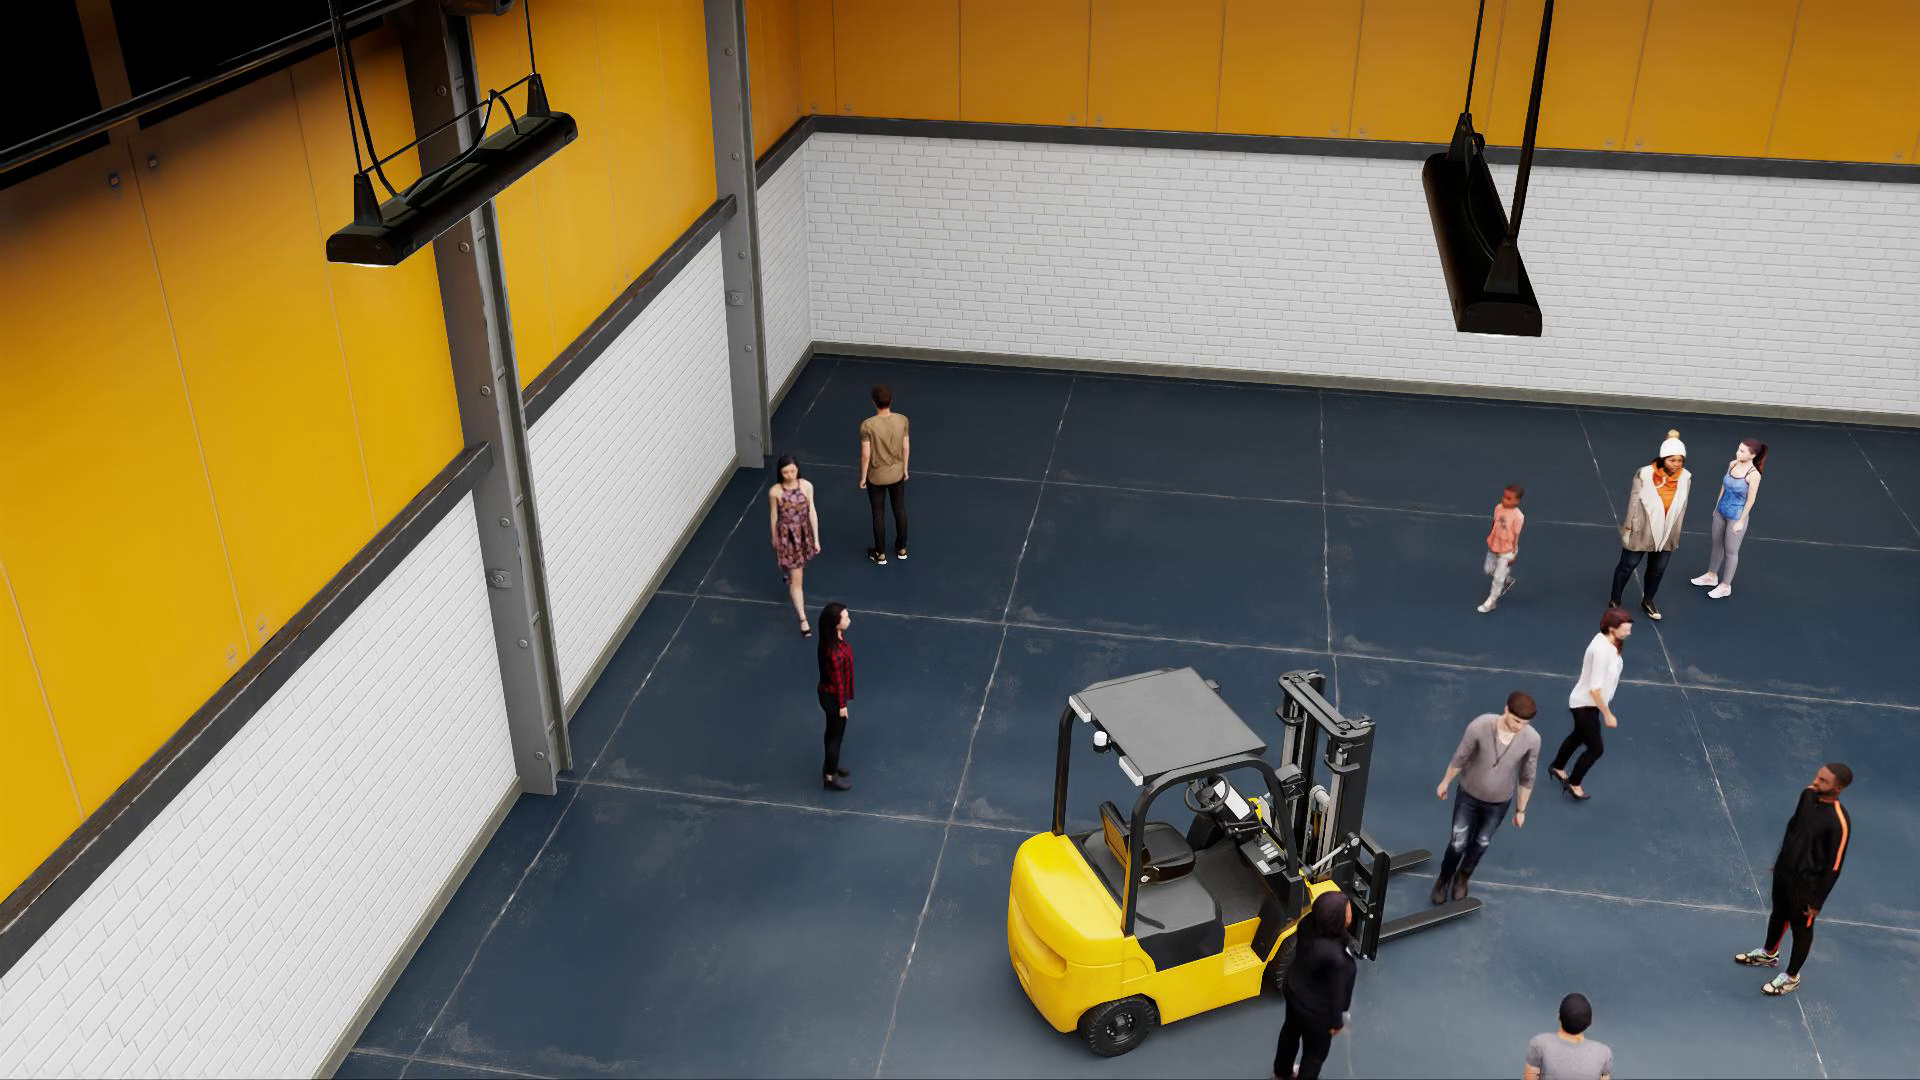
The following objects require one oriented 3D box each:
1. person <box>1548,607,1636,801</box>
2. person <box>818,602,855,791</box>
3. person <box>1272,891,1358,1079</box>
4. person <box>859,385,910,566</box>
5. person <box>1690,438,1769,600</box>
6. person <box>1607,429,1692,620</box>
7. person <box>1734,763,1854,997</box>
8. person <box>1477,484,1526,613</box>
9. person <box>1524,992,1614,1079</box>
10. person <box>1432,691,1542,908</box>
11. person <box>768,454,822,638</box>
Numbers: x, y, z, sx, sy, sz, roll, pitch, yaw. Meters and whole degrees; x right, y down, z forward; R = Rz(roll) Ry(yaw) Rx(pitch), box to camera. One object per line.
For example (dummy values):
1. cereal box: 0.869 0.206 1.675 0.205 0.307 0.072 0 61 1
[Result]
1. person: 4.769 1.283 12.767 0.822 1.758 0.740 11 30 19
2. person: -0.994 1.215 13.005 0.707 1.651 0.571 -6 29 -10
3. person: 2.143 2.804 10.135 0.796 1.611 0.701 -7 29 -12
4. person: -0.723 -0.643 16.204 0.751 1.850 0.759 -11 31 -19
5. person: 7.284 -0.227 15.691 0.705 1.610 0.604 -7 29 -12
6. person: 6.343 -0.141 15.242 0.725 1.890 0.724 0 29 0
7. person: 5.595 2.215 11.007 0.740 1.808 0.586 -4 29 -7
8. person: 5.106 0.055 15.500 0.768 1.297 0.722 -16 32 -27
9. person: 3.312 3.259 9.174 0.739 1.731 1.135 10 30 17
10. person: 3.725 1.755 11.788 0.789 1.869 0.707 9 30 16
11. person: -1.522 -0.024 15.187 1.048 1.736 1.255 -12 31 -21
